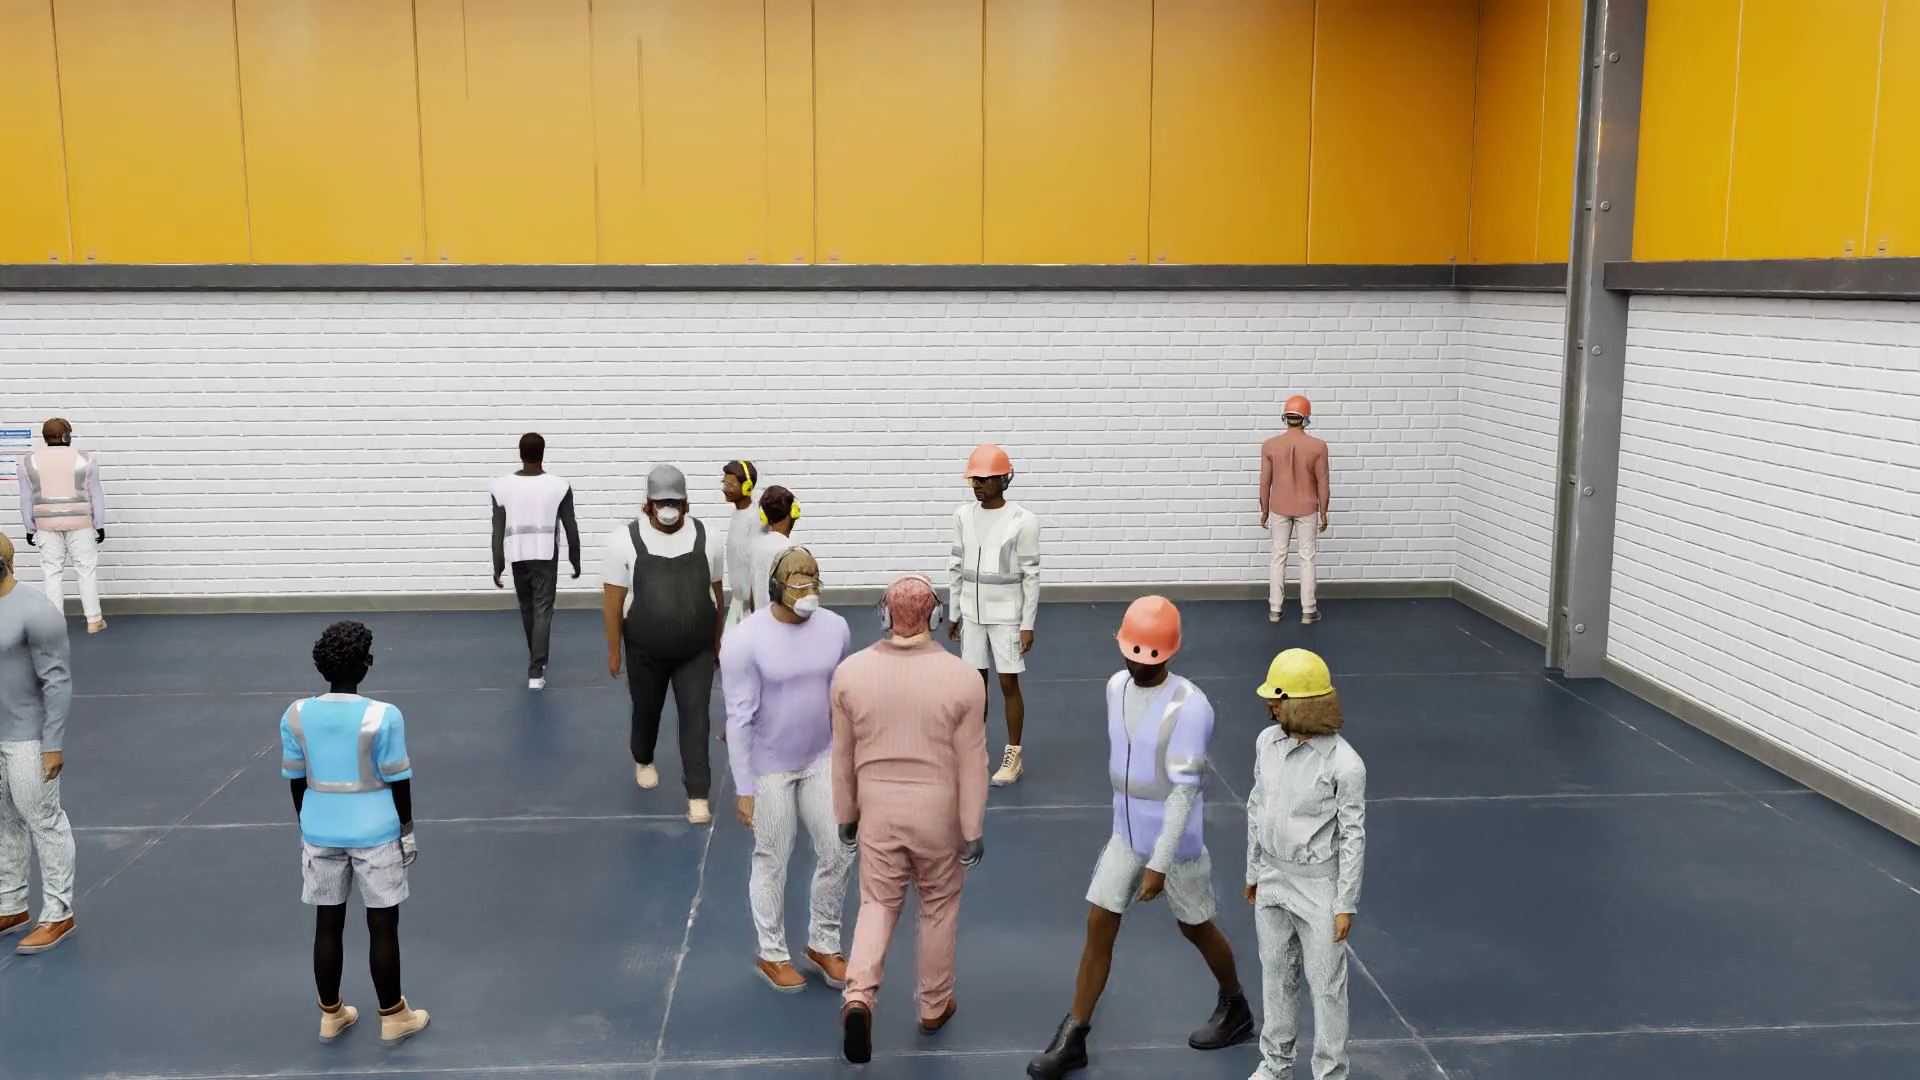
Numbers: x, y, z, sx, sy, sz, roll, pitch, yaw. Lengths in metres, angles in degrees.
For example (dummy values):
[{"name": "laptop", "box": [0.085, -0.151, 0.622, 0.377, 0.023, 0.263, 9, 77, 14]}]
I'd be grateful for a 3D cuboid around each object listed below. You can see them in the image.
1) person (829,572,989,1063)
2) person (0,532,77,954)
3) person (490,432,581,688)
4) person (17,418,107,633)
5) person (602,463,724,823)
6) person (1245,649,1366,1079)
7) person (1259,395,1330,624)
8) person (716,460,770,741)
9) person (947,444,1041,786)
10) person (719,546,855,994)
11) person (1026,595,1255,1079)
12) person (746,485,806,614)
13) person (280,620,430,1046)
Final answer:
[{"name": "person", "box": [-0.213, 1.075, 6.446, 0.643, 1.892, 0.766, 2, 9, 15]}, {"name": "person", "box": [-4.255, 0.889, 7.469, 0.629, 1.934, 0.376, 3, 10, 20]}, {"name": "person", "box": [-3.160, 0.132, 12.436, 0.611, 1.866, 1.005, -1, 9, -4]}, {"name": "person", "box": [-7.566, -0.113, 14.059, 0.626, 1.840, 0.430, -3, 10, -20]}, {"name": "person", "box": [-1.685, 0.511, 9.509, 0.690, 2.000, 0.978, -3, 10, -18]}, {"name": "person", "box": [1.197, 1.235, 5.905, 0.318, 1.739, 0.492, -7, 11, -36]}, {"name": "person", "box": [2.920, -0.265, 14.522, 0.611, 1.996, 0.379, 4, 10, 21]}, {"name": "person", "box": [-1.349, 0.391, 10.868, 0.494, 1.850, 0.517, -5, 10, -29]}, {"name": "person", "box": [0.177, 0.444, 9.920, 0.615, 2.043, 0.373, 6, 11, 34]}, {"name": "person", "box": [-0.670, 0.980, 6.944, 0.646, 1.922, 0.567, -6, 11, -35]}, {"name": "person", "box": [0.759, 1.109, 6.331, 0.988, 1.874, 0.542, -7, 11, -38]}, {"name": "person", "box": [-0.986, 0.603, 9.570, 0.455, 1.835, 0.555, -9, 13, -44]}, {"name": "person", "box": [-2.381, 1.155, 6.544, 0.532, 1.696, 0.319, 2, 9, 9]}]
